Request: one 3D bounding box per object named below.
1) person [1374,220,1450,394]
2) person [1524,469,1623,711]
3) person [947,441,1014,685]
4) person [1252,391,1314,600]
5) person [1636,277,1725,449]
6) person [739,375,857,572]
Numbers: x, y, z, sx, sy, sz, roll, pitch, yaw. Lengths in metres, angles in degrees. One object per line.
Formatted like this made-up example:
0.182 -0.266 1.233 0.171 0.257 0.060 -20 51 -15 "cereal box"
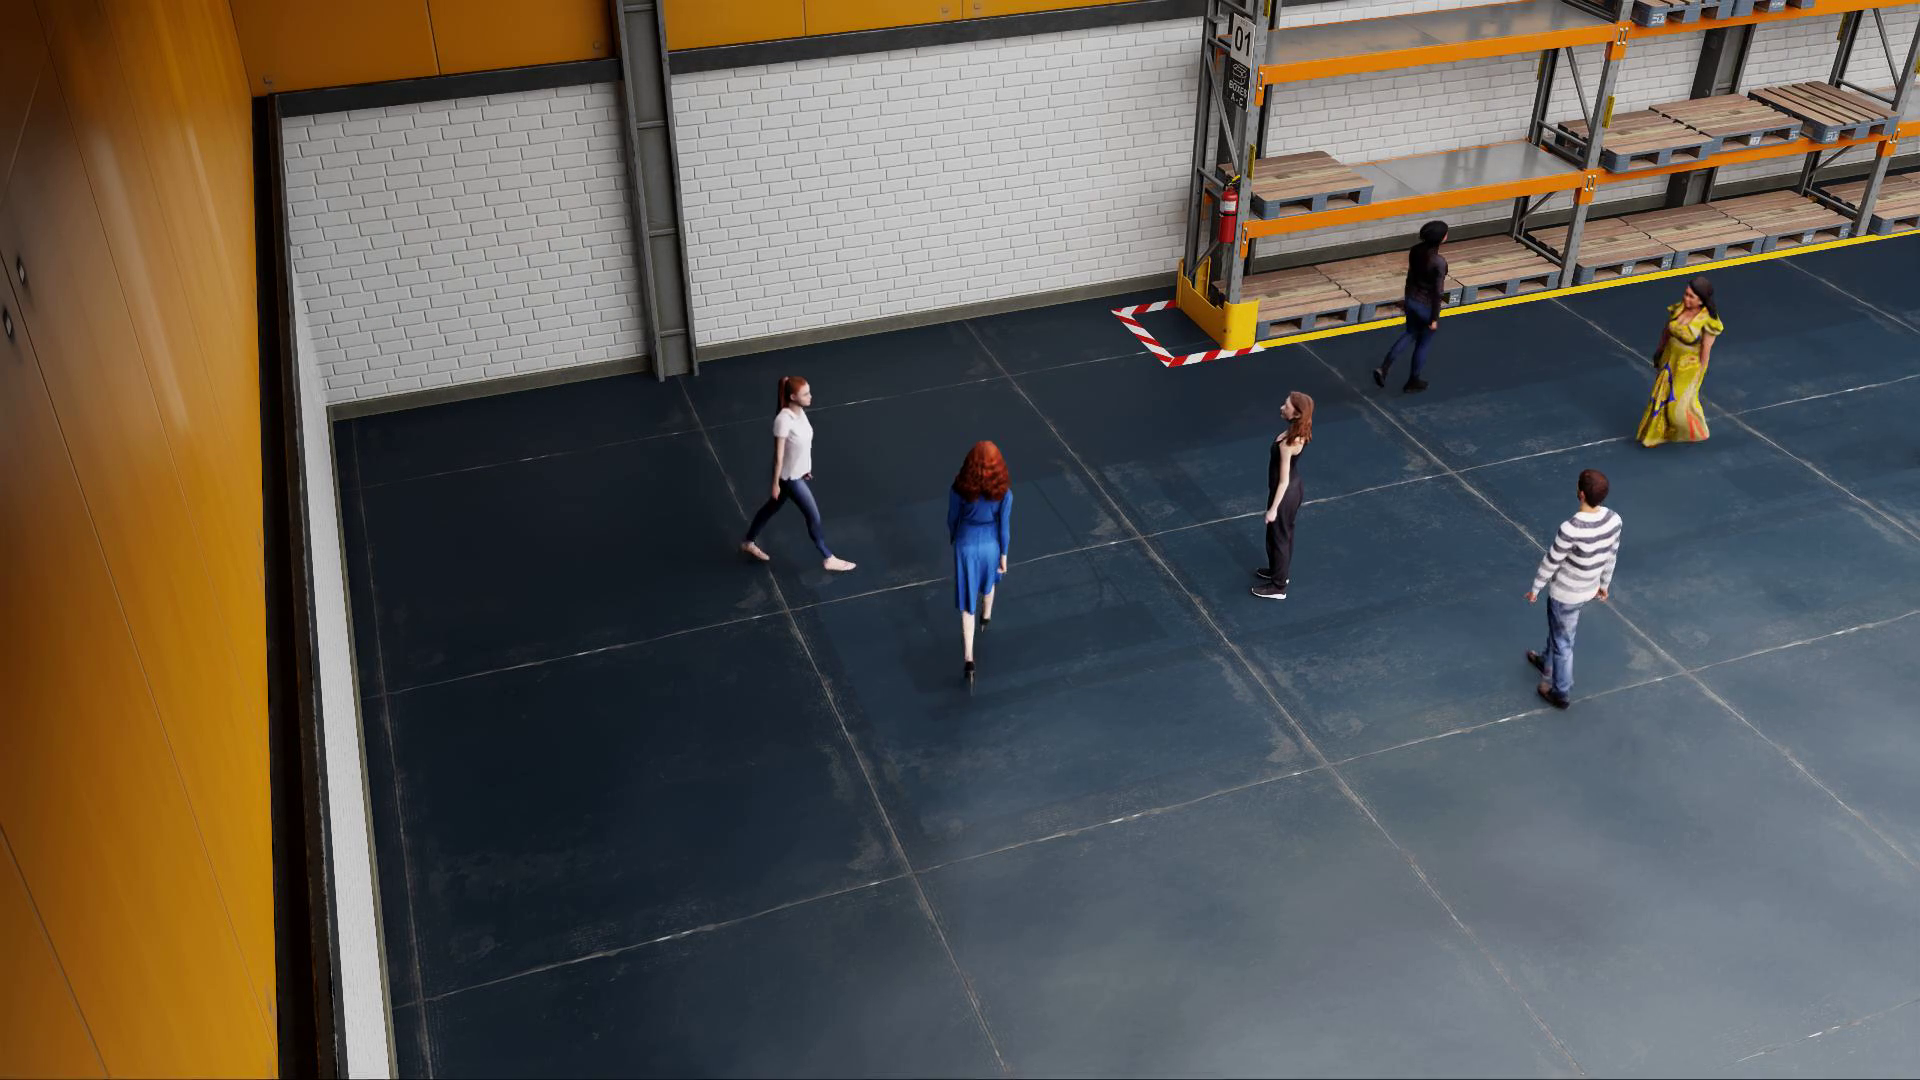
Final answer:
4.157 -2.103 15.248 0.905 1.736 0.687 -16 37 -22 "person"
4.269 0.393 11.406 0.772 1.832 0.769 -14 36 -20 "person"
0.106 0.186 11.766 1.164 1.779 0.958 1 34 2 "person"
2.471 -0.350 12.601 0.700 1.747 0.661 10 35 15 "person"
6.339 -1.534 14.473 0.920 1.645 0.835 -18 38 -25 "person"
-1.401 -0.493 12.872 1.248 1.684 0.978 6 34 9 "person"
